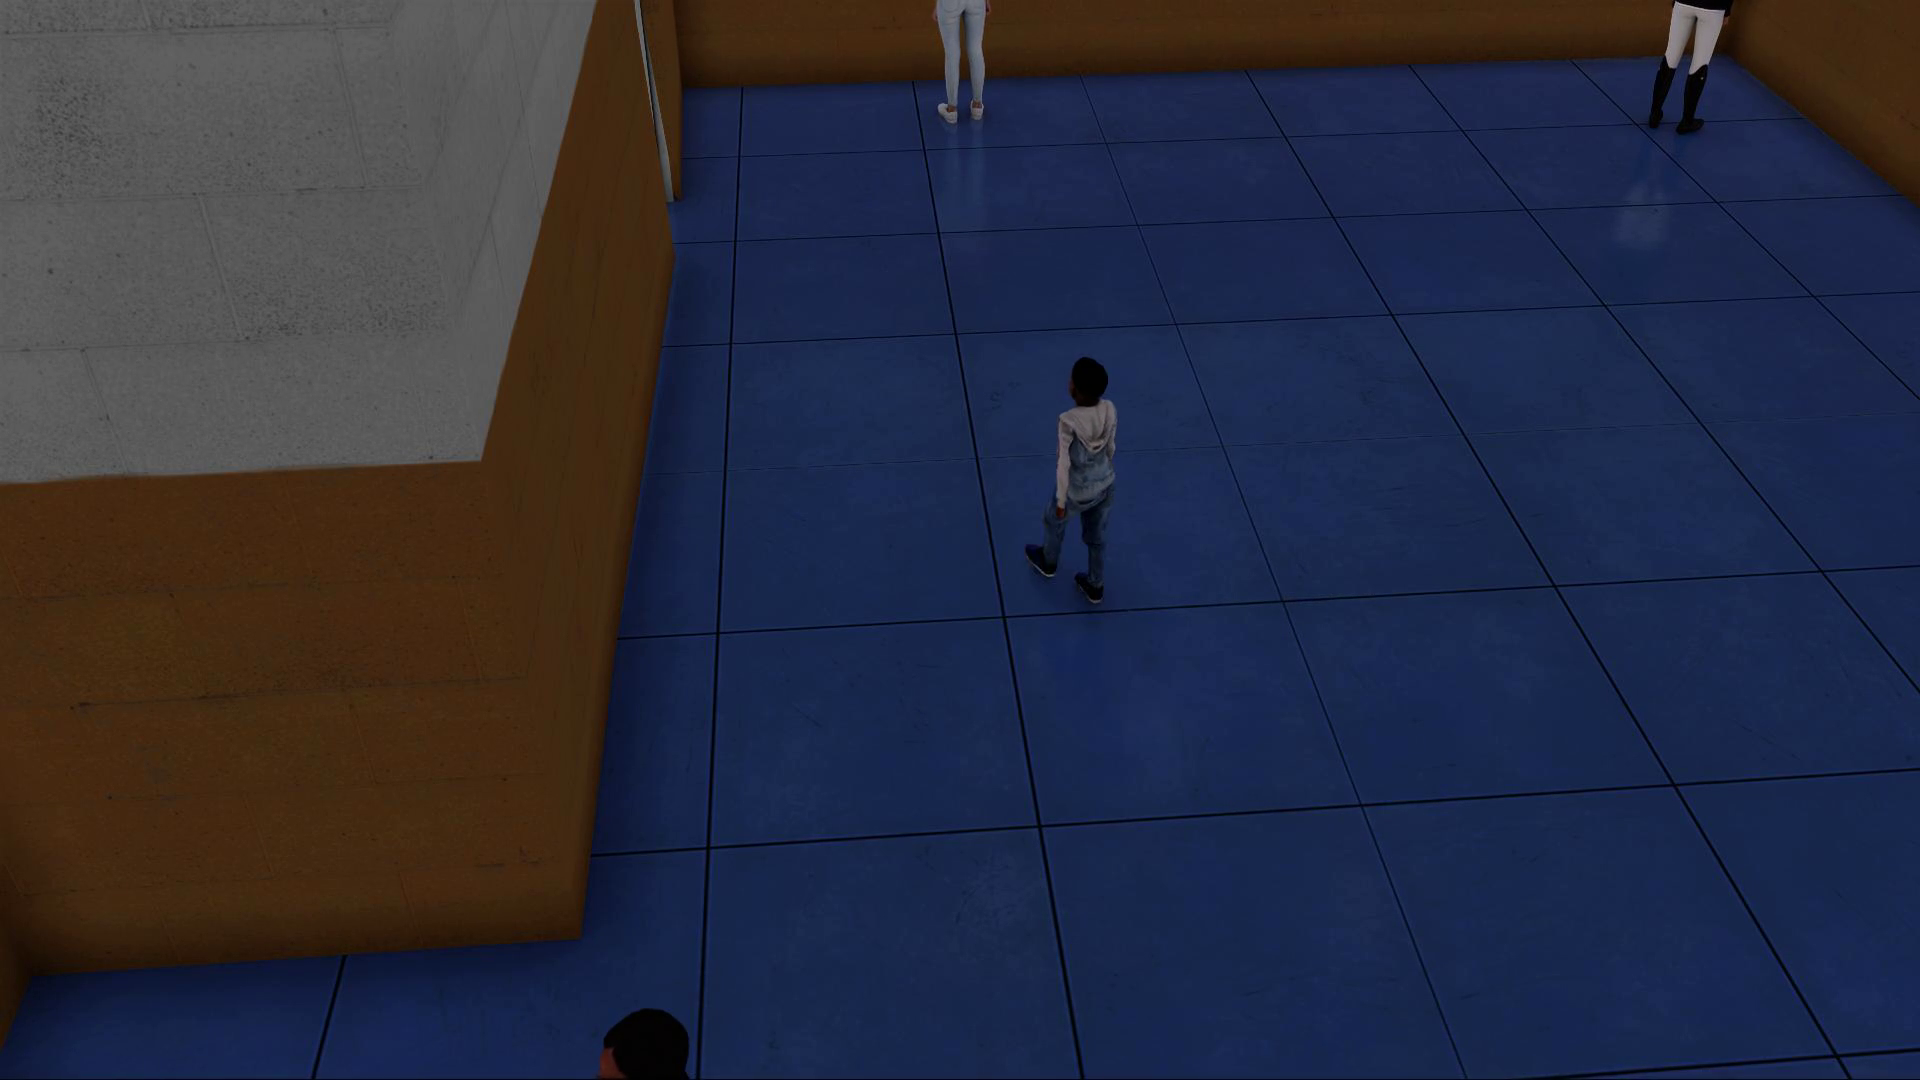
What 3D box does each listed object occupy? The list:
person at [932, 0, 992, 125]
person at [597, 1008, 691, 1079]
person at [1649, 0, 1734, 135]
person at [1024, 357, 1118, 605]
[{"bbox_3d":[0.013,-3.884,11.994,0.538,1.750,0.688,-9,38,-12],"label":"person"},{"bbox_3d":[-0.772,1.831,4.385,0.664,1.743,0.715,29,46,33],"label":"person"},{"bbox_3d":[5.268,-3.776,11.853,0.660,1.729,0.719,27,44,31],"label":"person"},{"bbox_3d":[0.587,-0.231,7.549,0.716,1.243,0.701,-18,40,-22],"label":"person"}]
